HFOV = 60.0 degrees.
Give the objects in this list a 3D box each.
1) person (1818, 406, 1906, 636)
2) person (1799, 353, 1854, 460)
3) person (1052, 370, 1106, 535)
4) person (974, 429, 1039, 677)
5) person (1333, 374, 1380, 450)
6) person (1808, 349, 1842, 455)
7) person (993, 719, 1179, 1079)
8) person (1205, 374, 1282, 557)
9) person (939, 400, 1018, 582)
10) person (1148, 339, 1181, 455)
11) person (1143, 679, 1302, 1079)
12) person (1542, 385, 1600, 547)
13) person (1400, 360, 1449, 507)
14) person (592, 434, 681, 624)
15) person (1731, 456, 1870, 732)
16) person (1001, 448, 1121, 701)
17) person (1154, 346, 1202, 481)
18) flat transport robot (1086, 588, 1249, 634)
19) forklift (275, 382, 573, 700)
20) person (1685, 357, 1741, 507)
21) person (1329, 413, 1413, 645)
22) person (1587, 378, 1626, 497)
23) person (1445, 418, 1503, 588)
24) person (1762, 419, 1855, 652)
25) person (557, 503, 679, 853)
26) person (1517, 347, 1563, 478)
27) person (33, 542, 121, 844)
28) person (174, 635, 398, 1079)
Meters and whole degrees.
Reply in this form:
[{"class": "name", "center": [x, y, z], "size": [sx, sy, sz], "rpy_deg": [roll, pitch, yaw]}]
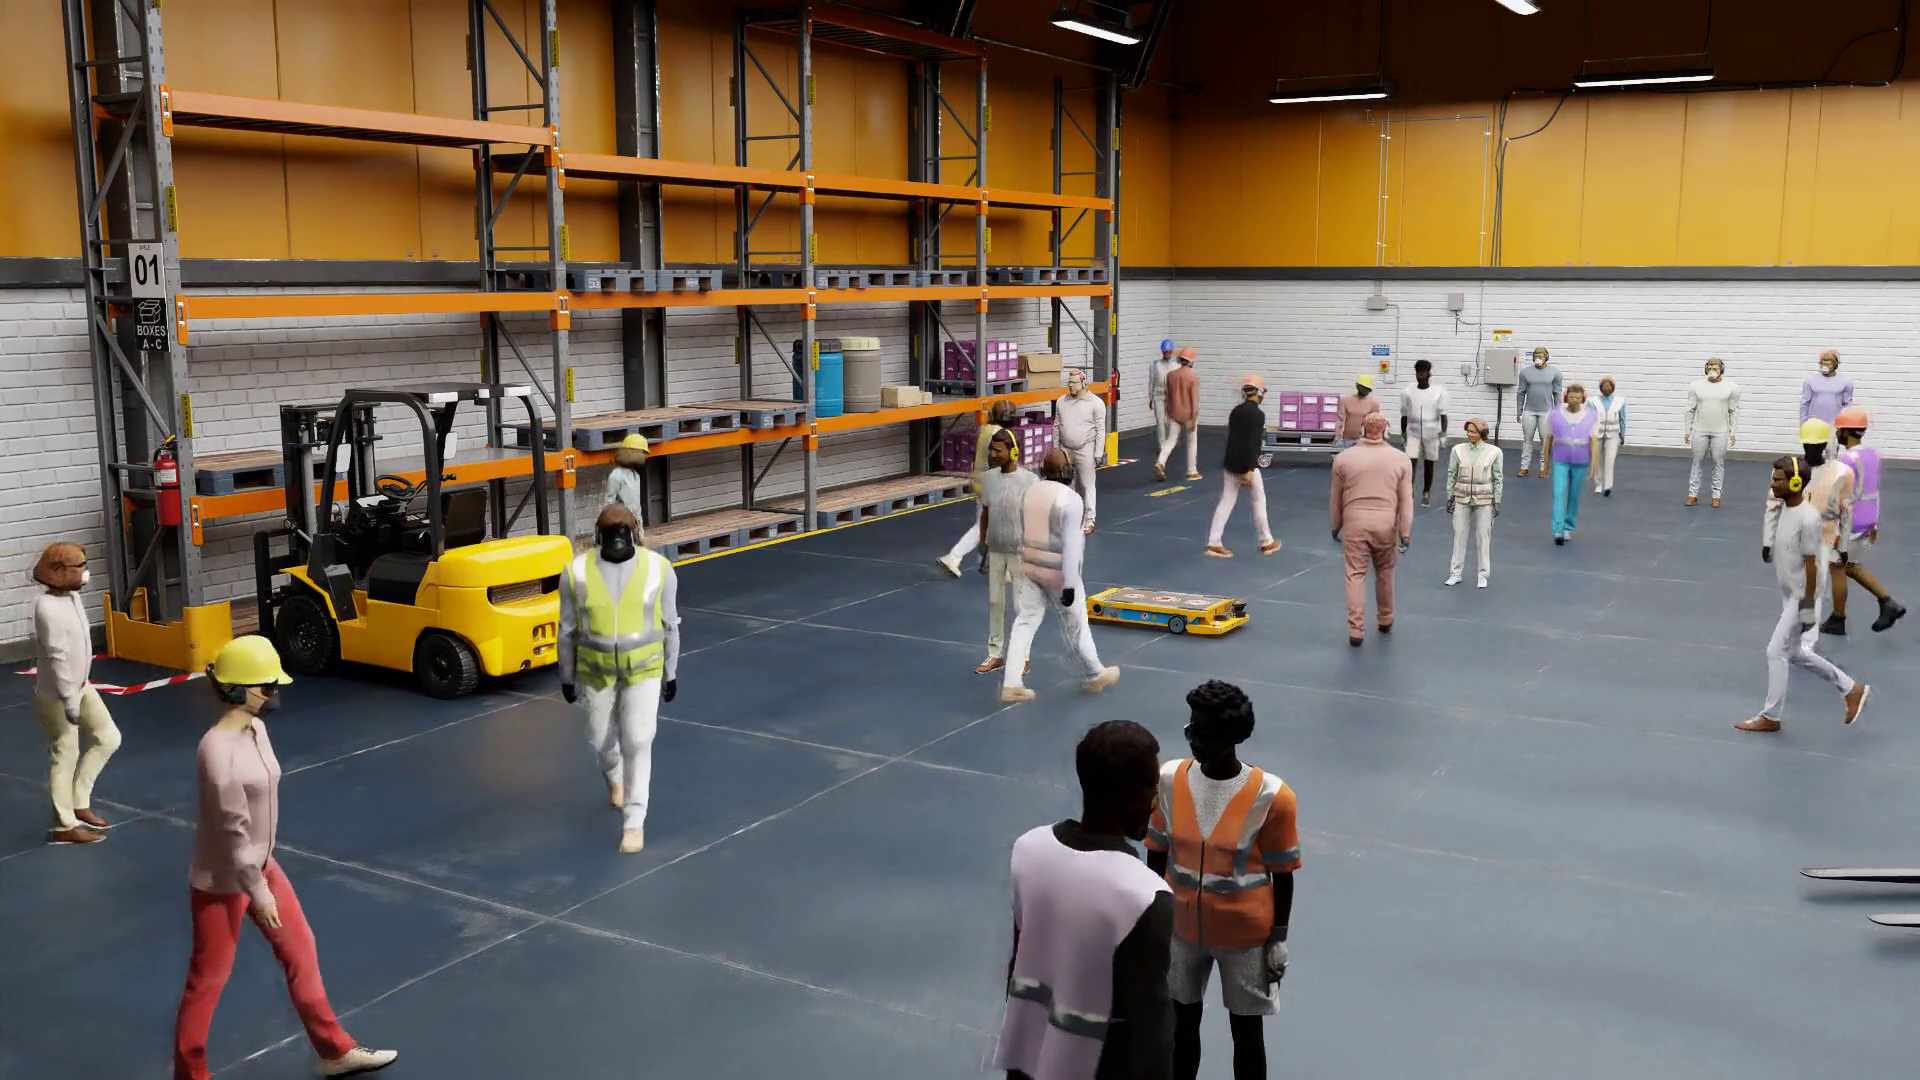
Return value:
[{"class": "person", "center": [7.421, -0.138, 13.712], "size": [0.551, 1.921, 0.612], "rpy_deg": [-7, 11, -37]}, {"class": "person", "center": [11.785, -1.581, 22.667], "size": [0.635, 1.935, 0.349], "rpy_deg": [5, 11, 30]}, {"class": "person", "center": [1.347, -1.009, 19.196], "size": [0.652, 1.906, 0.402], "rpy_deg": [5, 11, 30]}, {"class": "person", "center": [0.359, 0.097, 12.416], "size": [0.535, 1.864, 0.312], "rpy_deg": [5, 11, 30]}, {"class": "person", "center": [5.234, -1.336, 21.858], "size": [0.543, 1.702, 0.900], "rpy_deg": [4, 10, 25]}, {"class": "person", "center": [12.516, -1.780, 23.959], "size": [0.580, 1.914, 0.680], "rpy_deg": [0, 9, -1]}, {"class": "person", "center": [0.264, 1.396, 4.246], "size": [0.715, 1.891, 0.638], "rpy_deg": [-6, 11, -32]}, {"class": "person", "center": [3.040, -0.781, 17.650], "size": [1.003, 1.930, 0.645], "rpy_deg": [-5, 10, -27]}, {"class": "person", "center": [0.244, -0.468, 16.179], "size": [0.827, 1.801, 0.662], "rpy_deg": [-2, 9, -14]}, {"class": "person", "center": [3.430, -2.377, 27.660], "size": [0.611, 1.930, 0.627], "rpy_deg": [1, 9, 8]}, {"class": "person", "center": [0.848, 1.286, 5.509], "size": [0.540, 1.698, 0.317], "rpy_deg": [5, 11, 30]}, {"class": "person", "center": [6.774, -0.828, 18.442], "size": [0.566, 1.779, 0.983], "rpy_deg": [3, 9, 16]}, {"class": "person", "center": [5.881, -1.329, 21.167], "size": [0.617, 1.905, 1.033], "rpy_deg": [4, 10, 23]}, {"class": "person", "center": [-2.764, -0.030, 13.771], "size": [0.882, 1.673, 0.547], "rpy_deg": [1, 9, 5]}, {"class": "person", "center": [5.544, 0.363, 10.852], "size": [0.779, 1.845, 0.519], "rpy_deg": [2, 9, 10]}, {"class": "person", "center": [0.678, 0.239, 11.783], "size": [0.991, 1.787, 0.648], "rpy_deg": [-8, 12, -39]}, {"class": "person", "center": [3.172, -1.817, 24.048], "size": [0.608, 1.969, 0.878], "rpy_deg": [8, 12, 41]}, {"class": "flat transport robot", "center": [1.693, 0.593, 14.281], "size": [1.431, 0.197, 0.652], "rpy_deg": [5, 11, 30]}, {"class": "forklift", "center": [-3.974, -0.067, 12.417], "size": [2.313, 2.155, 1.214], "rpy_deg": [5, 11, 30]}, {"class": "person", "center": [9.684, -1.387, 21.453], "size": [0.635, 1.937, 0.354], "rpy_deg": [5, 11, 30]}, {"class": "person", "center": [3.377, -0.115, 13.703], "size": [0.662, 1.867, 0.945], "rpy_deg": [2, 9, 14]}, {"class": "person", "center": [8.726, -1.392, 22.545], "size": [0.544, 1.585, 0.872], "rpy_deg": [4, 10, 21]}, {"class": "person", "center": [4.928, -0.355, 15.952], "size": [0.523, 1.636, 0.311], "rpy_deg": [5, 11, 30]}, {"class": "person", "center": [6.572, 0.005, 12.926], "size": [0.604, 1.874, 1.008], "rpy_deg": [6, 11, 33]}, {"class": "person", "center": [-1.816, 0.686, 8.896], "size": [0.635, 1.824, 0.784], "rpy_deg": [-1, 9, -6]}, {"class": "person", "center": [8.535, -1.883, 24.547], "size": [0.635, 1.937, 0.354], "rpy_deg": [5, 11, 30]}, {"class": "person", "center": [-4.655, 0.812, 8.739], "size": [0.360, 1.622, 0.502], "rpy_deg": [-1, 9, -9]}, {"class": "person", "center": [-2.468, 1.201, 5.951], "size": [0.842, 1.732, 0.532], "rpy_deg": [0, 9, -2]}]
